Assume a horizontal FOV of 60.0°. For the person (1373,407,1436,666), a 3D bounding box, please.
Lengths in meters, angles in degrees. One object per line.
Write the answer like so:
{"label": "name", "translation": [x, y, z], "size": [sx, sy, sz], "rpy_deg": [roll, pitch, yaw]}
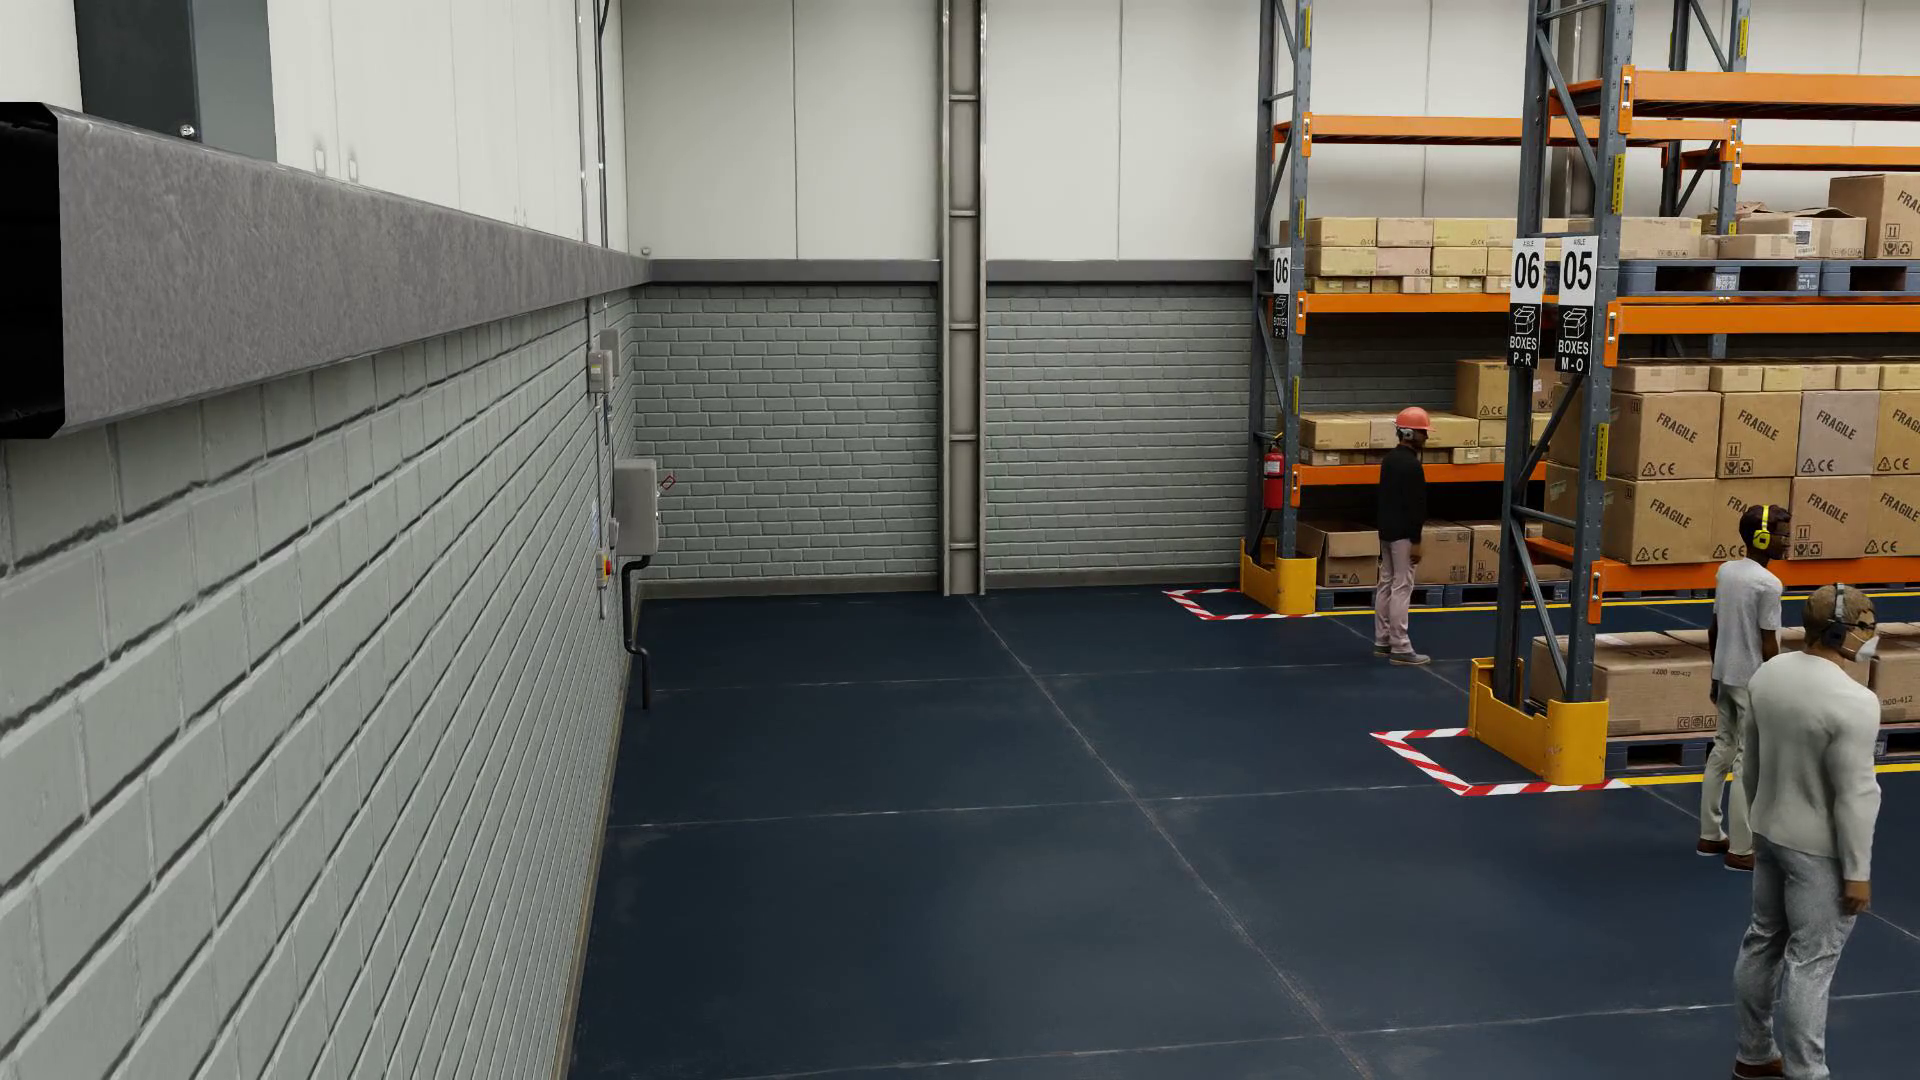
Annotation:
{"label": "person", "translation": [3.433, -0.035, 12.867], "size": [0.392, 1.991, 0.613], "rpy_deg": [-1, 9, -6]}

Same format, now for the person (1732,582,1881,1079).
{"label": "person", "translation": [3.058, 1.106, 6.001], "size": [0.379, 1.937, 0.629], "rpy_deg": [-1, 9, -6]}

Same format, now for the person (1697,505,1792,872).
{"label": "person", "translation": [4.002, 0.744, 8.459], "size": [0.336, 1.864, 0.521], "rpy_deg": [-1, 9, -6]}
